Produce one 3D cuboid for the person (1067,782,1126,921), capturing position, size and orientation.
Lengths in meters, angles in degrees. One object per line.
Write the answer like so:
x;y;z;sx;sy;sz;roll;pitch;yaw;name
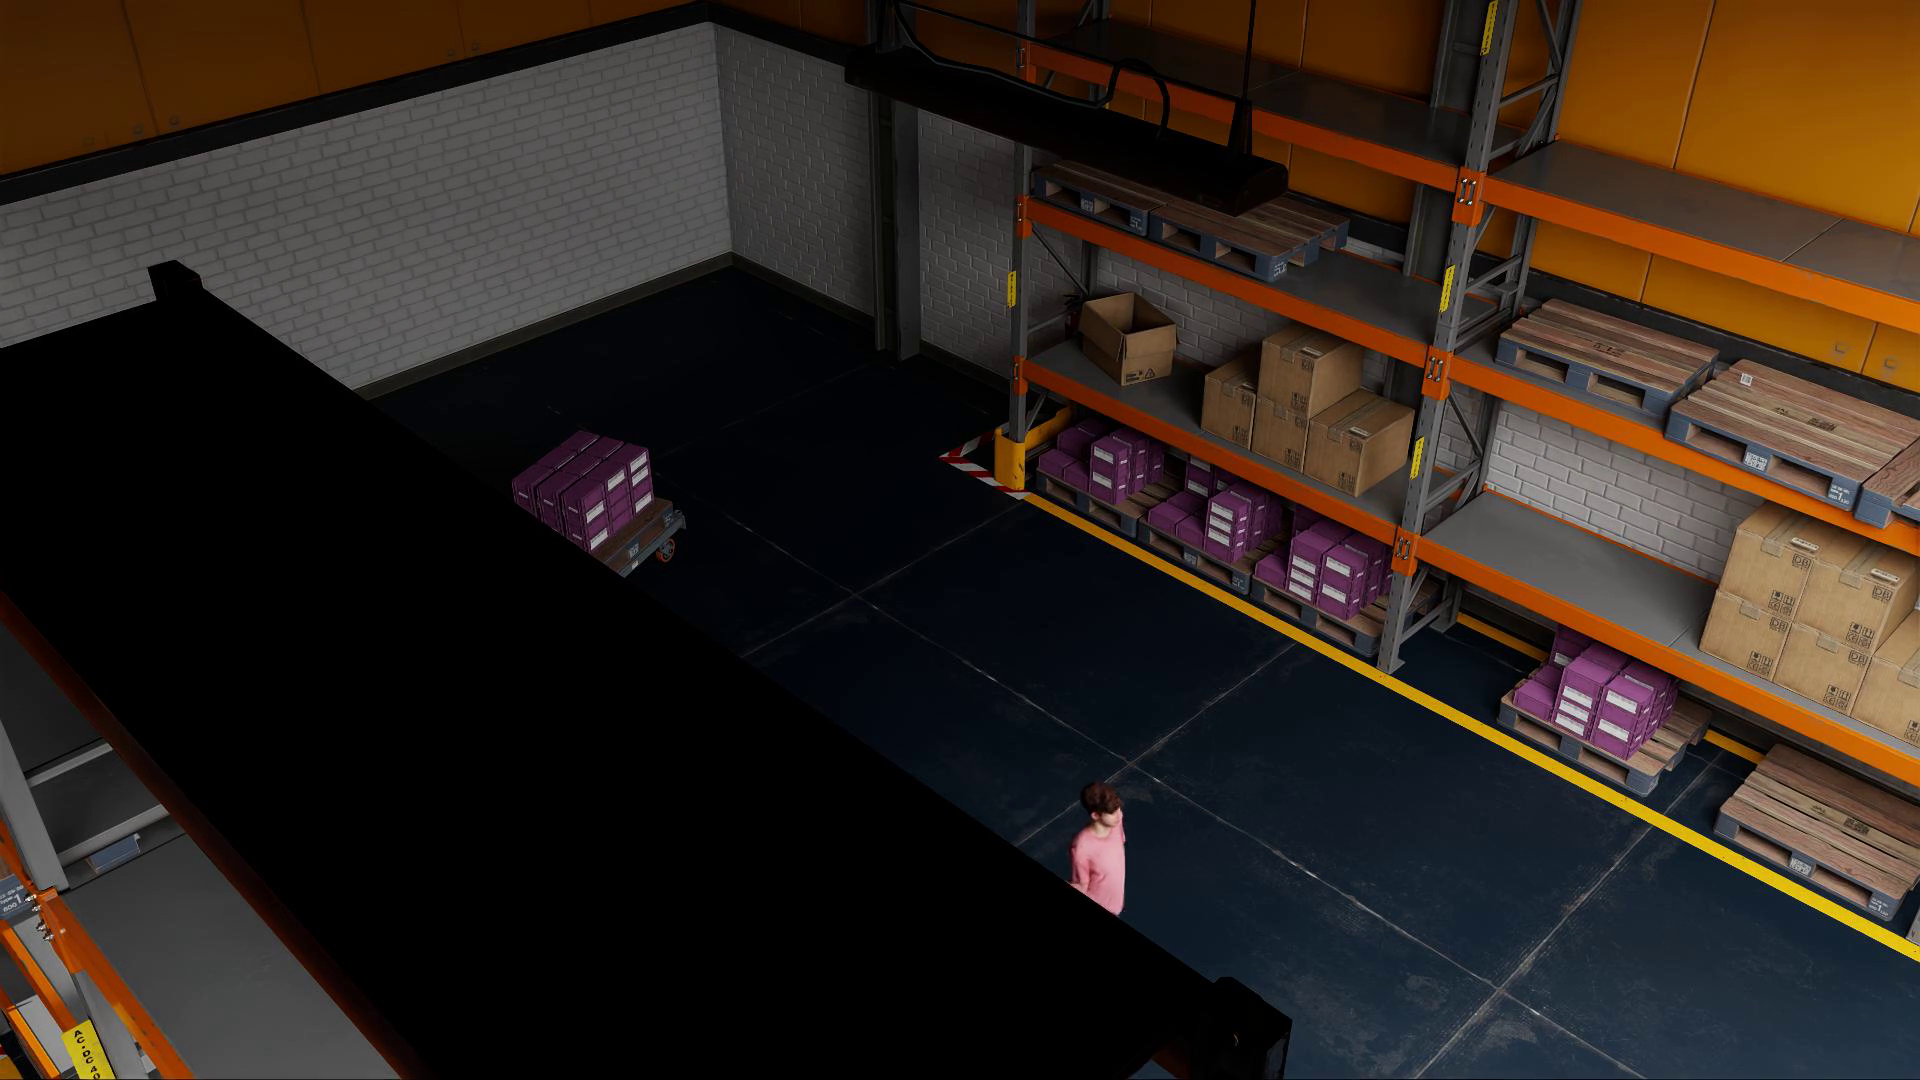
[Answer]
0.711;2.110;9.668;1.055;1.944;0.795;19;38;26;person
